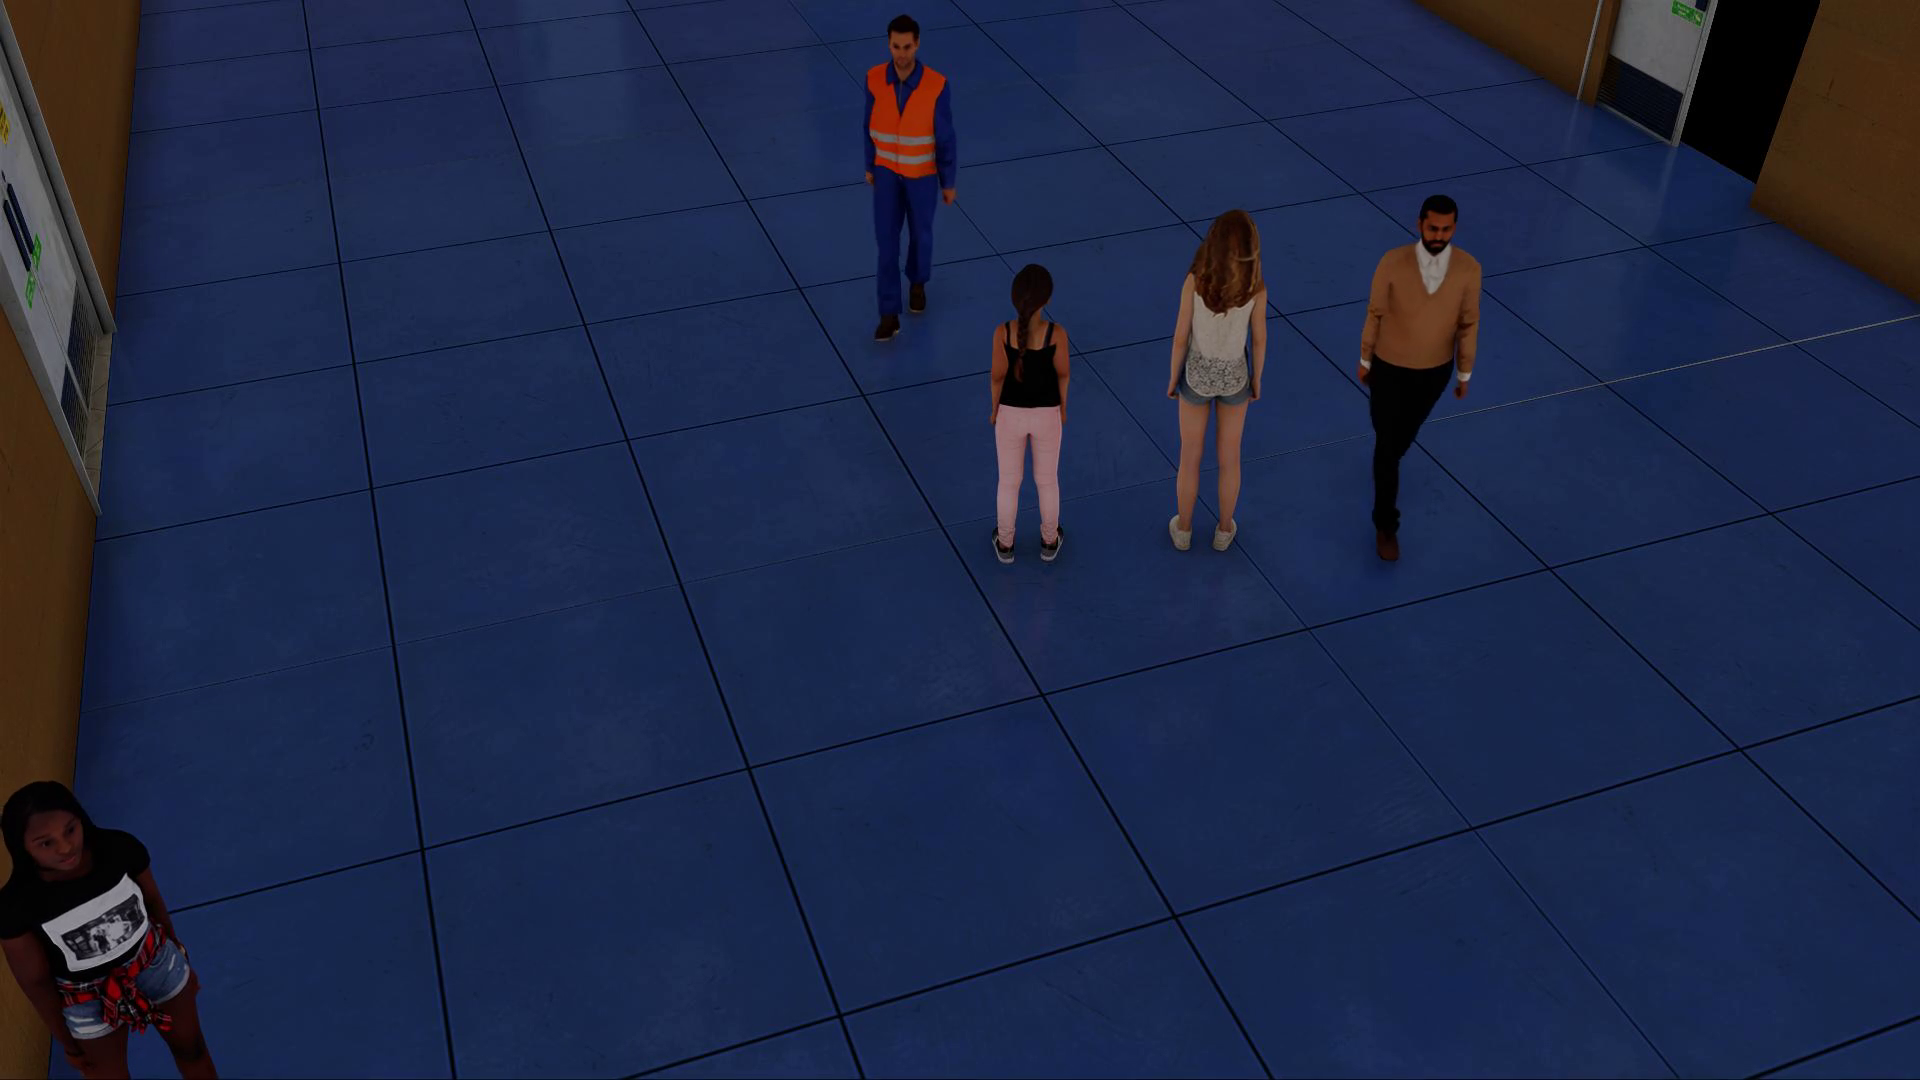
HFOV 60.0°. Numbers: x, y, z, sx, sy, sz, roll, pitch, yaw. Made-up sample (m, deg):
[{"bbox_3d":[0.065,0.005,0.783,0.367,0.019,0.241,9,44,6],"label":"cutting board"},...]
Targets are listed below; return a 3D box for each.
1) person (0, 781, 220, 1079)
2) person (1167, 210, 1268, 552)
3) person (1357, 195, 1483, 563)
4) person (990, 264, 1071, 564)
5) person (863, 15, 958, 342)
[{"bbox_3d":[-2.524,1.367,5.003,0.774,1.729,0.690,25,44,30],"label":"person"},{"bbox_3d":[1.188,-0.708,7.749,0.583,1.751,0.715,3,37,4],"label":"person"},{"bbox_3d":[2.167,-0.859,7.983,1.181,1.712,1.024,2,37,3],"label":"person"},{"bbox_3d":[0.322,-0.572,7.722,0.551,1.565,0.655,1,37,1],"label":"person"},{"bbox_3d":[-0.292,-2.142,9.590,1.085,1.834,1.038,4,37,5],"label":"person"}]
